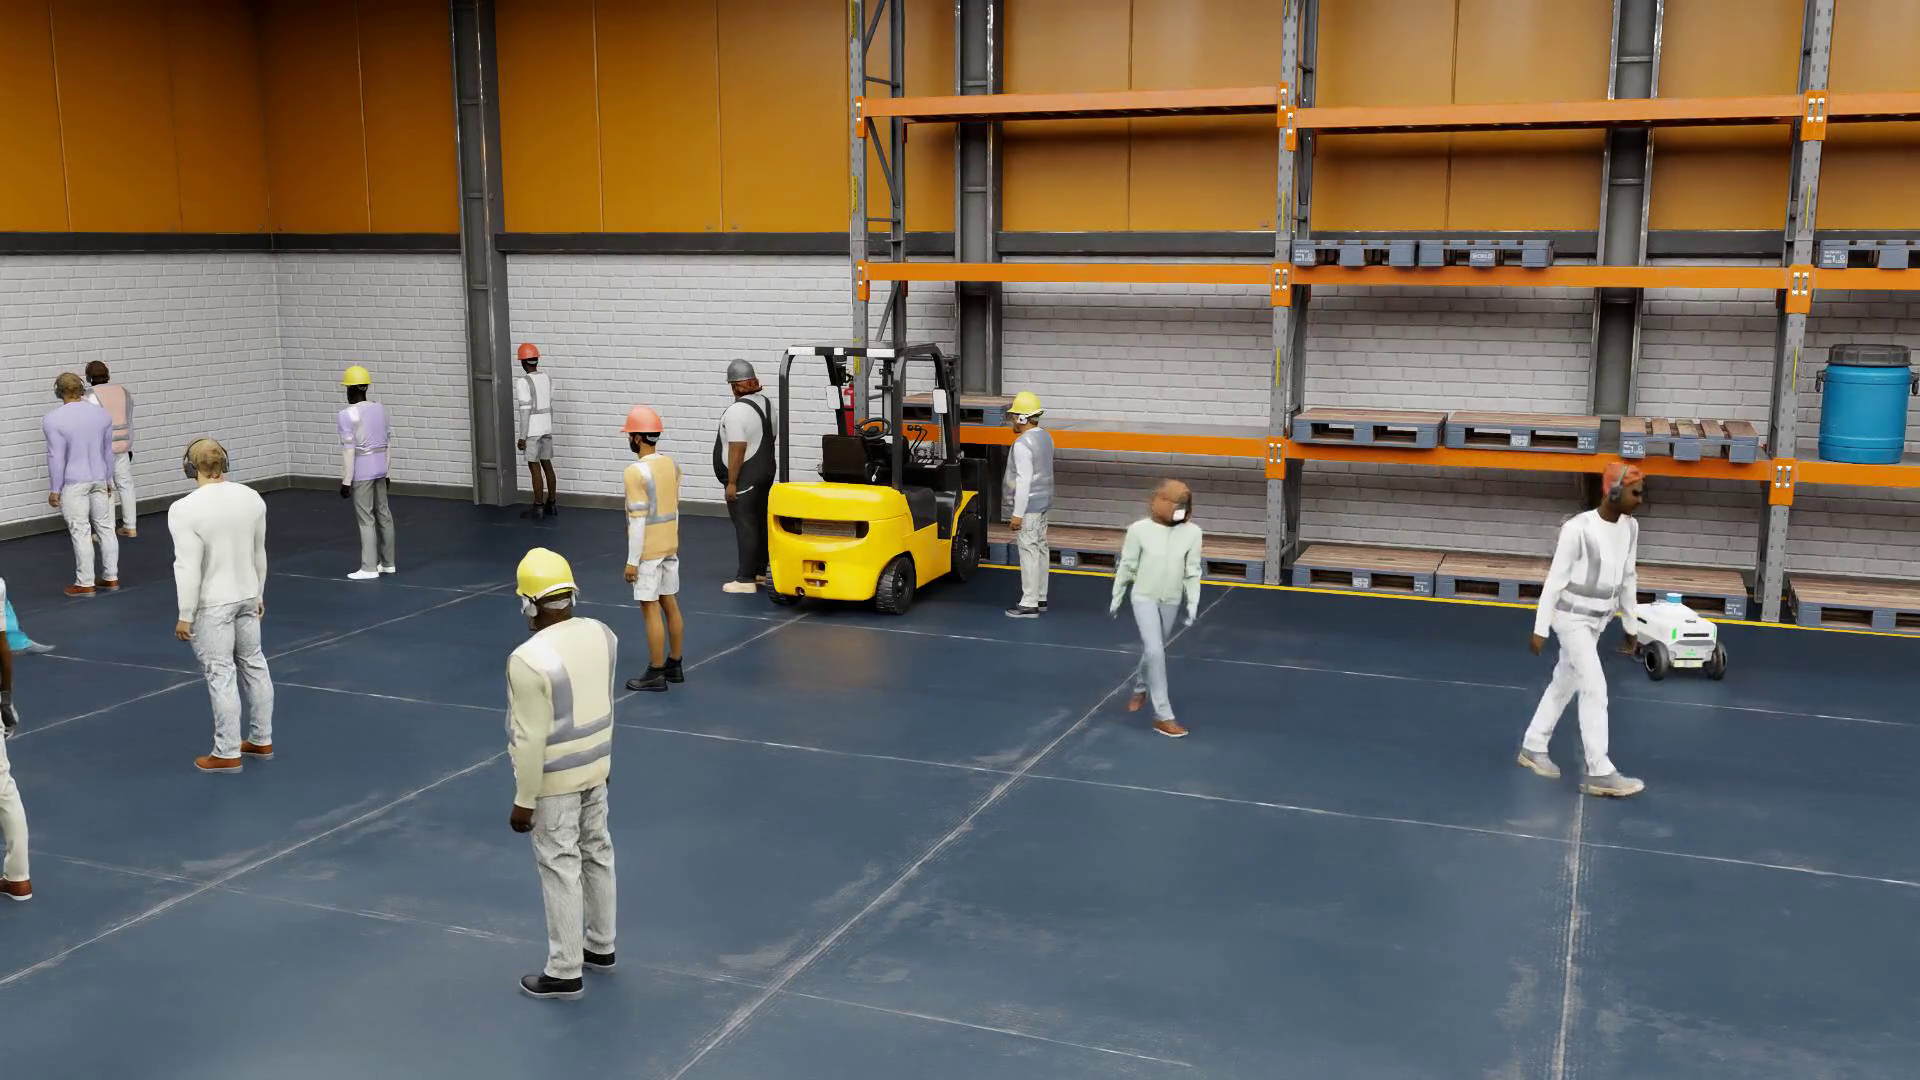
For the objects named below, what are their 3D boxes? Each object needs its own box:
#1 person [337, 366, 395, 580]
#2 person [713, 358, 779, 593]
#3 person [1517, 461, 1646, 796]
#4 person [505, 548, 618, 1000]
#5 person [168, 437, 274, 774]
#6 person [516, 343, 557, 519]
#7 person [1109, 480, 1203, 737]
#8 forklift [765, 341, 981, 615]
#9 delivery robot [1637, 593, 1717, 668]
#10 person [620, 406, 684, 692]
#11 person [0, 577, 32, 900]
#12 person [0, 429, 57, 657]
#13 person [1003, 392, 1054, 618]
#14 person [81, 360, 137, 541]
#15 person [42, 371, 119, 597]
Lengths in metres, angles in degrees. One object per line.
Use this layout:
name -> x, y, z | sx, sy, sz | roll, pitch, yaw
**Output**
person -> -5.365, -0.602, 14.989 | 0.386, 1.928, 0.589 | 4, 11, 23
person -> -1.887, -0.564, 14.464 | 0.536, 2.000, 0.682 | 4, 11, 23
person -> 3.497, 0.477, 9.207 | 0.602, 1.833, 0.924 | -8, 13, -37
person -> -1.611, 0.936, 6.695 | 0.404, 1.829, 0.591 | 4, 11, 23
person -> -4.230, 0.373, 9.532 | 0.377, 1.937, 0.629 | 4, 11, 23
person -> -4.685, -1.197, 18.288 | 0.375, 1.934, 0.547 | 4, 11, 23
person -> 1.224, 0.387, 10.458 | 0.540, 1.576, 0.831 | -3, 11, -17
forklift -> -0.739, -0.602, 14.246 | 1.214, 2.155, 2.313 | 4, 11, 21
delivery robot -> 5.028, 0.619, 11.750 | 0.477, 0.478, 0.707 | 0, 10, -3
person -> -2.103, 0.062, 11.259 | 0.377, 1.938, 0.547 | 4, 11, 23
person -> -4.496, 0.775, 7.476 | 0.334, 1.873, 0.517 | 4, 11, 23
person -> -7.141, 0.048, 11.856 | 1.034, 1.766, 0.579 | -8, 13, -38
person -> 0.549, -0.285, 13.484 | 0.404, 1.834, 0.591 | 4, 11, 23
person -> -8.692, -0.904, 16.920 | 0.430, 1.841, 0.624 | 4, 11, 23
person -> -7.540, -0.477, 14.271 | 0.377, 1.937, 0.629 | 4, 11, 23
